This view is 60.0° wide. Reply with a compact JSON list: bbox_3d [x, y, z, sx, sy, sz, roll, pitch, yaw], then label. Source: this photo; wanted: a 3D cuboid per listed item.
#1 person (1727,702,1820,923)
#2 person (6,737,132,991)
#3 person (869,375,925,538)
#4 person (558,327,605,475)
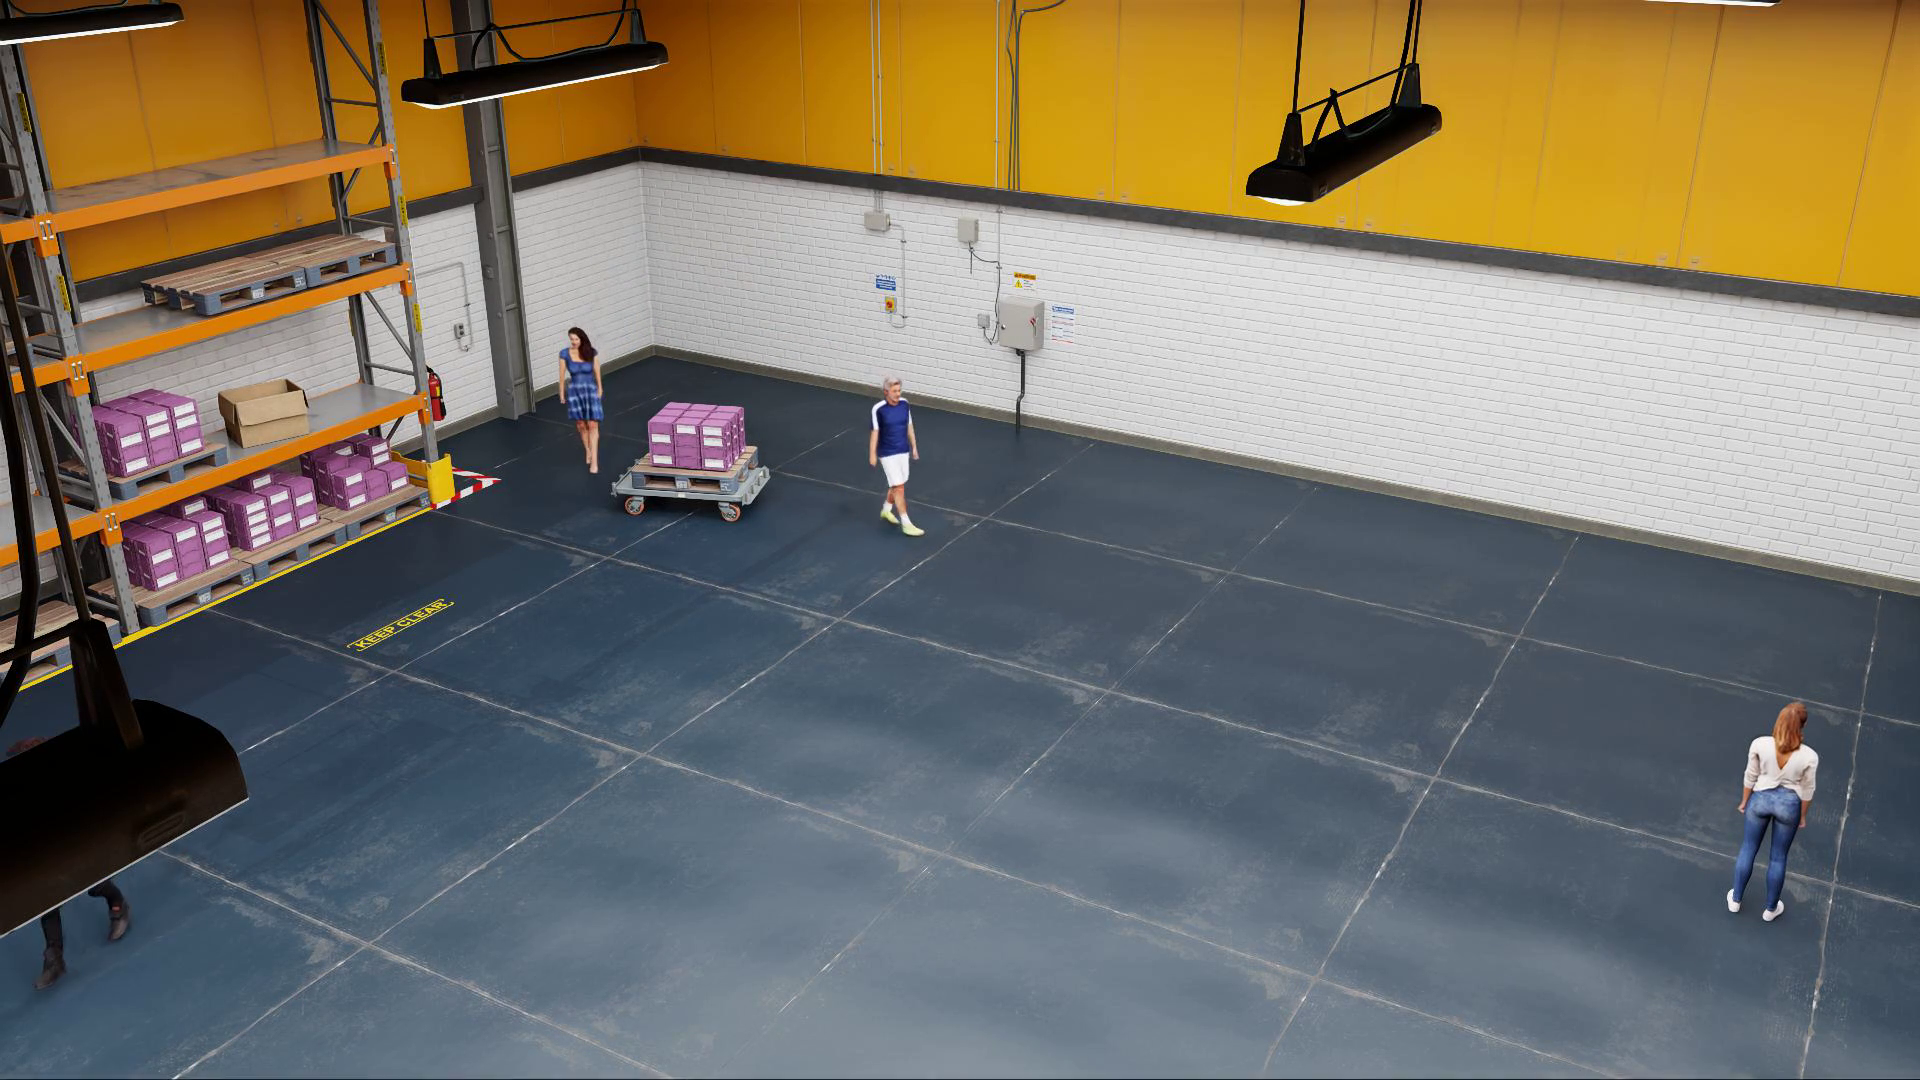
[{"bbox_3d":[5.788,1.919,11.830,0.602,1.720,0.523,14,27,29],"label":"person"},{"bbox_3d":[-6.083,2.099,11.379,0.942,1.752,1.216,2,24,5],"label":"person"},{"bbox_3d":[-0.771,-0.961,18.326,1.028,1.793,0.926,-19,30,-36],"label":"person"},{"bbox_3d":[-4.540,-1.710,20.074,1.026,1.766,1.166,-2,24,-5],"label":"person"}]
